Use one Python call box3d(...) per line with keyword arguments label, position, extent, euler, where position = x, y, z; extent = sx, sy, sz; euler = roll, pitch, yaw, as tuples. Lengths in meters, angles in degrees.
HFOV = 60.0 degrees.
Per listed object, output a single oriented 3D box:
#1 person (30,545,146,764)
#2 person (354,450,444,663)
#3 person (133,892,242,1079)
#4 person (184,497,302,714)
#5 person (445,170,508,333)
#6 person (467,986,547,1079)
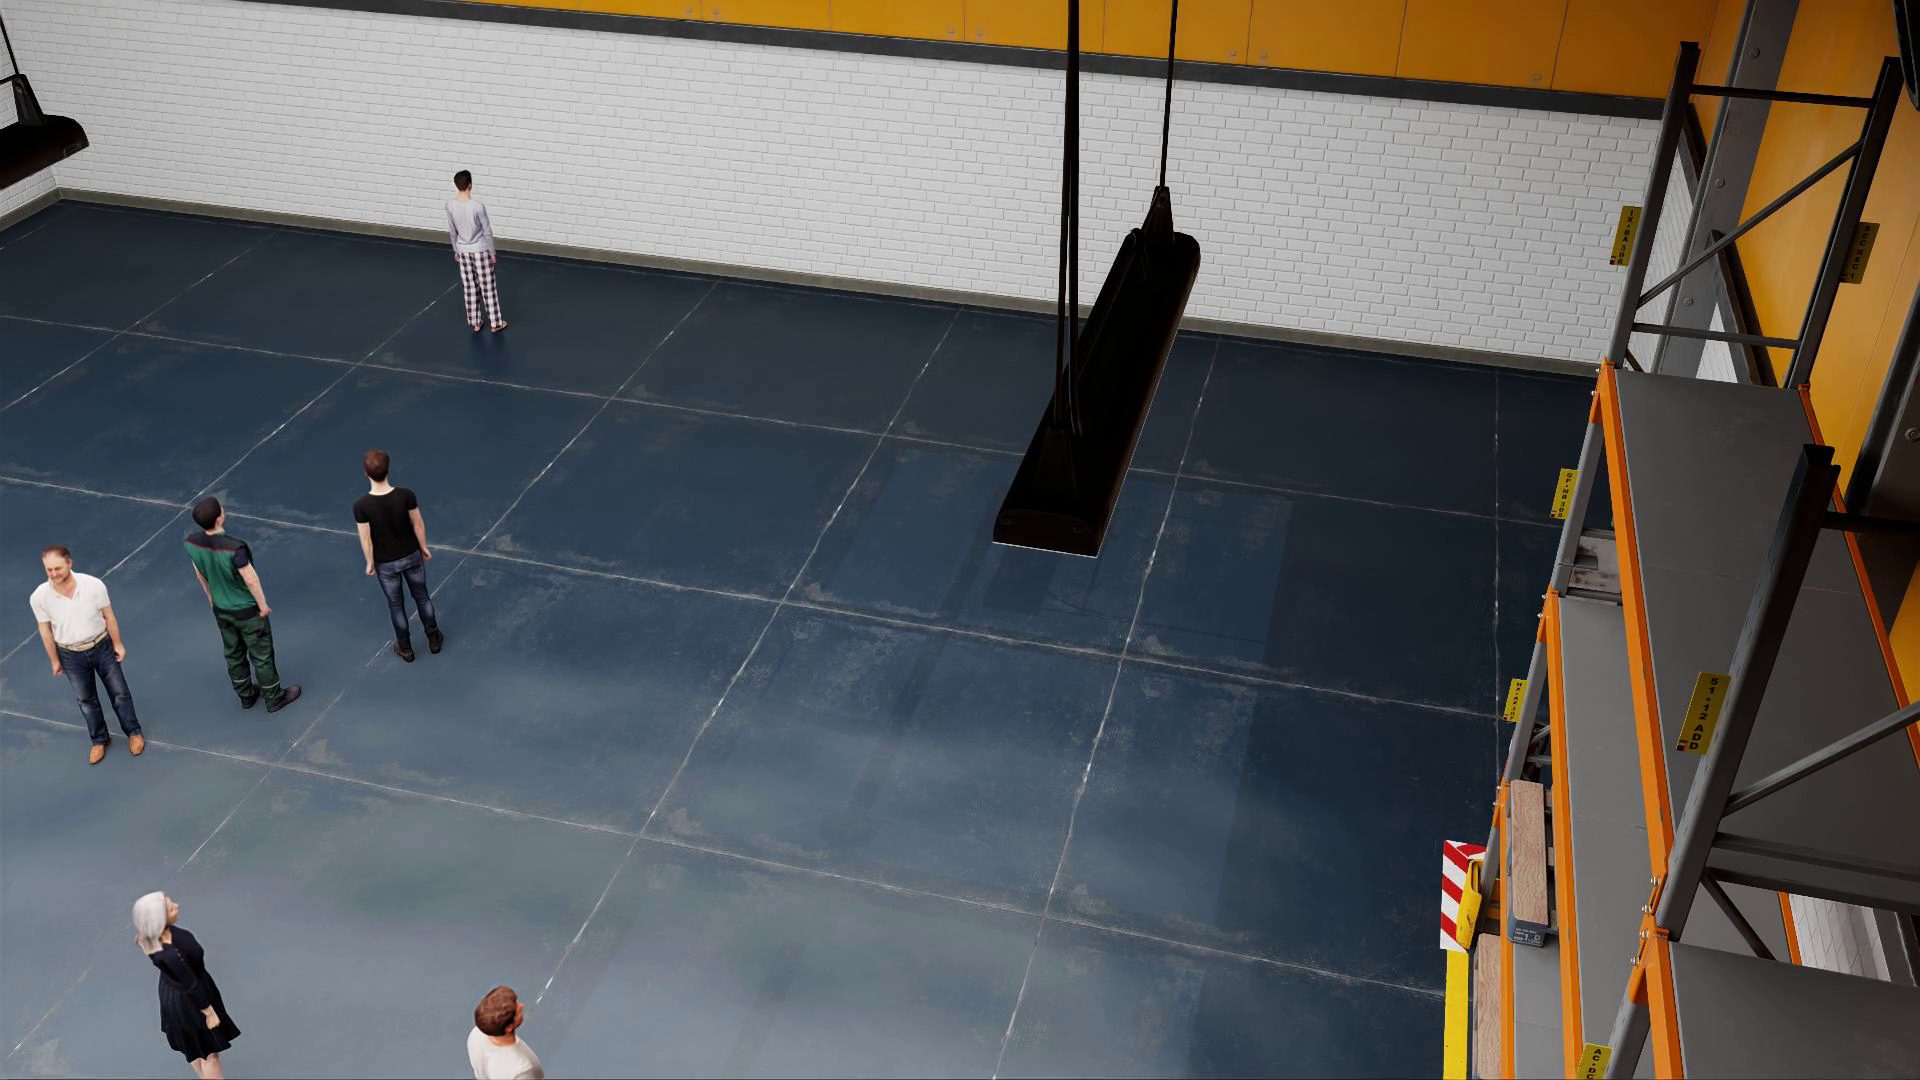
box3d(label="person", position=(-6.488, 0.803, 12.368), extent=(0.754, 1.856, 0.771), euler=(-11, 35, -16))
box3d(label="person", position=(-4.509, 0.133, 13.339), extent=(0.749, 1.897, 0.805), euler=(-17, 37, -24))
box3d(label="person", position=(-4.455, 2.683, 9.639), extent=(0.693, 1.747, 0.711), euler=(27, 42, 35))
box3d(label="person", position=(-5.559, 0.496, 12.789), extent=(0.658, 1.901, 0.552), euler=(9, 35, 13))
box3d(label="person", position=(-5.371, -3.182, 18.372), extent=(0.654, 1.847, 0.577), euler=(4, 34, 7))
box3d(label="person", position=(-2.346, 3.091, 8.881), extent=(0.743, 1.905, 0.734), euler=(25, 41, 33))
